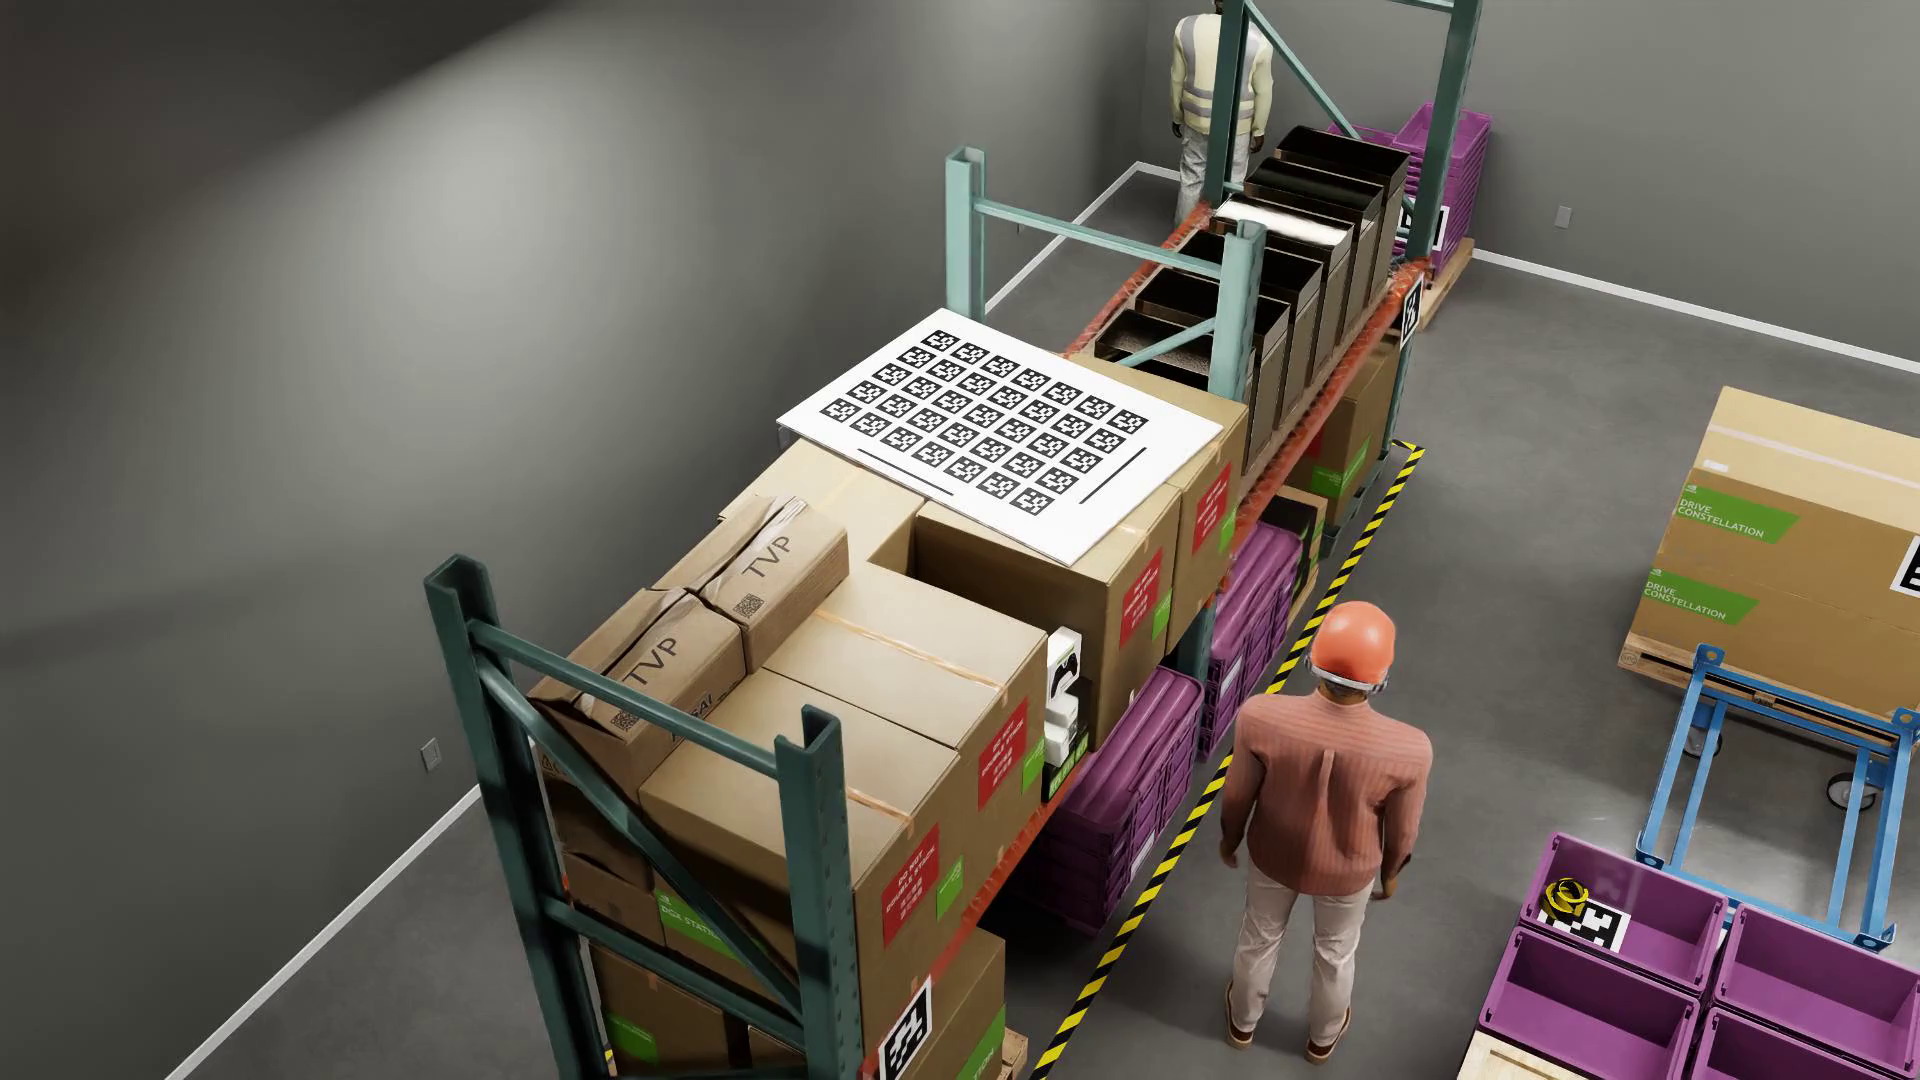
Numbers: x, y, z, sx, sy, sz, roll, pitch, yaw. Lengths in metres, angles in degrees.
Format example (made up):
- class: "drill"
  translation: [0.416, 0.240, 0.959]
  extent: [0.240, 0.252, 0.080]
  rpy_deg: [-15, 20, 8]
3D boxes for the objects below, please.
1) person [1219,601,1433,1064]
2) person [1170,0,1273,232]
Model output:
- class: "person"
  translation: [1.142, 0.983, 5.382]
  extent: [0.613, 1.995, 0.391]
  rpy_deg: [12, 41, 14]
- class: "person"
  translation: [1.495, -2.442, 9.586]
  extent: [0.590, 1.837, 0.403]
  rpy_deg: [15, 42, 17]
